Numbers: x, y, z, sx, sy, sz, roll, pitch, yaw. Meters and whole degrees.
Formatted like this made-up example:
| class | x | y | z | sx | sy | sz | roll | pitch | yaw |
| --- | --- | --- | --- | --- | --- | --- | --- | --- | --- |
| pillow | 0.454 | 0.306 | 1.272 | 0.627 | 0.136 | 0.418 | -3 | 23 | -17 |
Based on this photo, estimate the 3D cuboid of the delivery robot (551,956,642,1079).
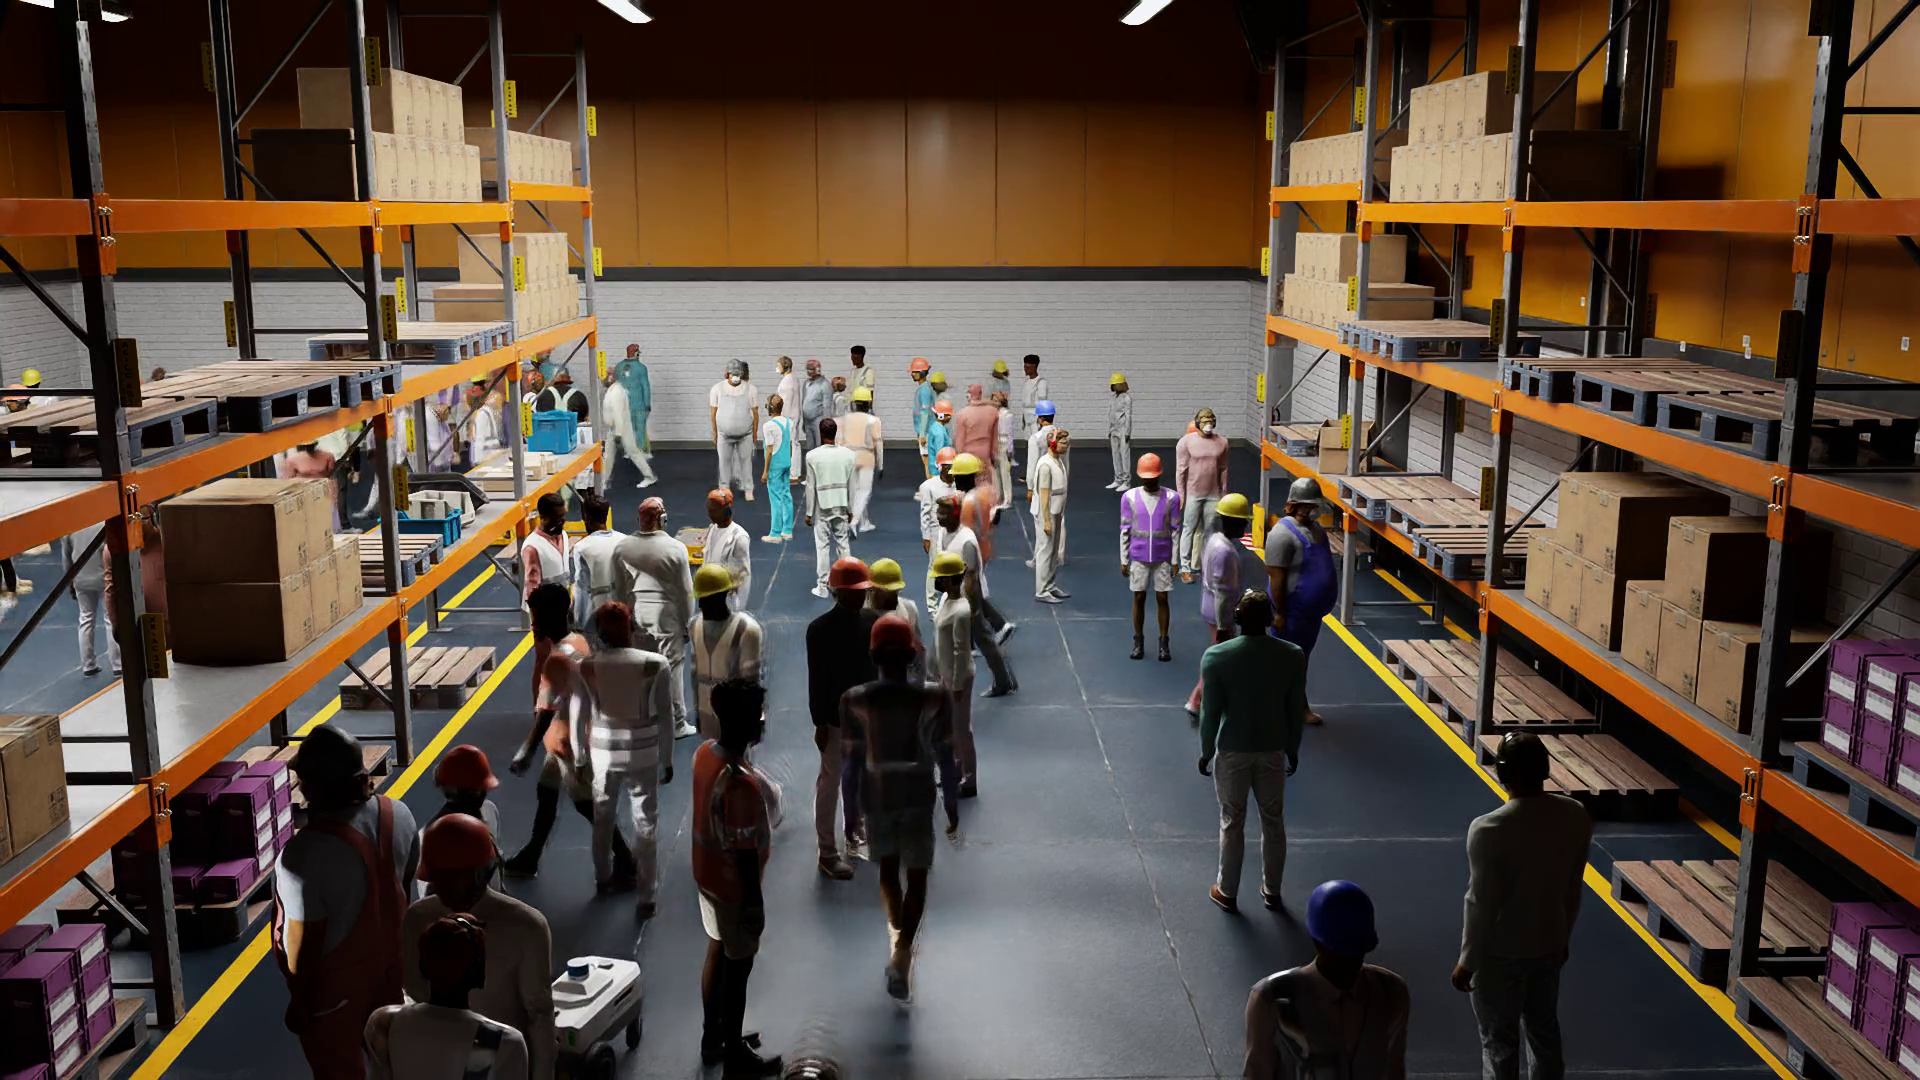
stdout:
| class | x | y | z | sx | sy | sz | roll | pitch | yaw |
| --- | --- | --- | --- | --- | --- | --- | --- | --- | --- |
| delivery robot | -1.810 | 2.235 | 7.930 | 0.477 | 0.478 | 0.707 | 3 | 12 | 17 |

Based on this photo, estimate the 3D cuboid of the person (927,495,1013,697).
| class | x | y | z | sx | sy | sz | roll | pitch | yaw |
| --- | --- | --- | --- | --- | --- | --- | --- | --- | --- |
| person | 0.017 | 0.490 | 13.833 | 1.020 | 1.788 | 0.576 | -6 | 13 | -28 |

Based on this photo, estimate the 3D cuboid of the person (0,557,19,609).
| class | x | y | z | sx | sy | sz | roll | pitch | yaw |
| --- | --- | --- | --- | --- | --- | --- | --- | --- | --- |
| person | -9.953 | -0.119 | 17.092 | 0.534 | 1.698 | 0.318 | 6 | 13 | 29 |

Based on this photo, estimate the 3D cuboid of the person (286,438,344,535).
| class | x | y | z | sx | sy | sz | roll | pitch | yaw |
| --- | --- | --- | --- | --- | --- | --- | --- | --- | --- |
| person | -7.225 | -0.432 | 18.629 | 0.737 | 1.718 | 0.499 | -6 | 13 | -28 |

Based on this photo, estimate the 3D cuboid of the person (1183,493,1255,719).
| class | x | y | z | sx | sy | sz | roll | pitch | yaw |
| --- | --- | --- | --- | --- | --- | --- | --- | --- | --- |
| person | 2.033 | 0.572 | 13.098 | 0.528 | 1.913 | 0.606 | 3 | 12 | 13 |

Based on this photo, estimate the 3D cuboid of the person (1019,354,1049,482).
| class | x | y | z | sx | sy | sz | roll | pitch | yaw |
| --- | --- | --- | --- | --- | --- | --- | --- | --- | --- |
| person | 1.109 | -1.812 | 24.942 | 0.366 | 1.960 | 0.609 | -5 | 12 | -25 |

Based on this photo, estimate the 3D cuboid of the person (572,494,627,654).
| class | x | y | z | sx | sy | sz | roll | pitch | yaw |
| --- | --- | --- | --- | --- | --- | --- | --- | --- | --- |
| person | -2.784 | 0.592 | 13.012 | 0.409 | 1.907 | 0.598 | 6 | 13 | 29 |

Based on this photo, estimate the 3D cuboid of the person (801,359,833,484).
| class | x | y | z | sx | sy | sz | roll | pitch | yaw |
| --- | --- | --- | --- | --- | --- | --- | --- | --- | --- |
| person | -2.150 | -1.737 | 24.713 | 0.397 | 1.899 | 0.665 | -9 | 14 | -38 |

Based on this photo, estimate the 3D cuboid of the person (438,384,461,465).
| class | x | y | z | sx | sy | sz | roll | pitch | yaw |
| --- | --- | --- | --- | --- | --- | --- | --- | --- | --- |
| person | -8.258 | -2.229 | 26.806 | 0.371 | 2.041 | 0.615 | -3 | 12 | -13 |

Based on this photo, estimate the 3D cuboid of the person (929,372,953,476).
| class | x | y | z | sx | sy | sz | roll | pitch | yaw |
| --- | --- | --- | --- | --- | --- | --- | --- | --- | --- |
| person | -0.308 | -1.618 | 24.540 | 0.535 | 1.724 | 0.501 | -8 | 14 | -34 |

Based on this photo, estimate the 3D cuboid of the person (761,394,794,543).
| class | x | y | z | sx | sy | sz | roll | pitch | yaw |
| --- | --- | --- | --- | --- | --- | --- | --- | --- | --- |
| person | -2.260 | -0.881 | 20.544 | 0.345 | 1.846 | 0.506 | 7 | 13 | 31 |

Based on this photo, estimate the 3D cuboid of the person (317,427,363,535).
| class | x | y | z | sx | sy | sz | roll | pitch | yaw |
| --- | --- | --- | --- | --- | --- | --- | --- | --- | --- |
| person | -7.865 | -1.036 | 20.965 | 0.611 | 1.985 | 0.393 | 9 | 14 | 38 |

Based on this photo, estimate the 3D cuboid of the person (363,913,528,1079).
| class | x | y | z | sx | sy | sz | roll | pitch | yaw |
| --- | --- | --- | --- | --- | --- | --- | --- | --- | --- |
| person | -1.640 | 2.121 | 5.425 | 0.579 | 1.878 | 0.341 | 3 | 12 | 14 |

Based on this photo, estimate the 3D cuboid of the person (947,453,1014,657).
| class | x | y | z | sx | sy | sz | roll | pitch | yaw |
| --- | --- | --- | --- | --- | --- | --- | --- | --- | --- |
| person | 0.148 | 0.149 | 15.202 | 0.539 | 1.912 | 0.606 | 3 | 12 | 17 |

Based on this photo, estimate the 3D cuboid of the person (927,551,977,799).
| class | x | y | z | sx | sy | sz | roll | pitch | yaw |
| --- | --- | --- | --- | --- | --- | --- | --- | --- | --- |
| person | -0.061 | 0.937 | 11.654 | 0.335 | 1.757 | 0.518 | -2 | 12 | -11 |

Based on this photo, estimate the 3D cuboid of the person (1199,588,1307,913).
| class | x | y | z | sx | sy | sz | roll | pitch | yaw |
| --- | --- | --- | --- | --- | --- | --- | --- | --- | --- |
| person | 1.695 | 1.234 | 9.730 | 0.628 | 1.930 | 0.373 | -1 | 11 | -4 |

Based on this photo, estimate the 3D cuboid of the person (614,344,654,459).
| class | x | y | z | sx | sy | sz | roll | pitch | yaw |
| --- | --- | --- | --- | --- | --- | --- | --- | --- | --- |
| person | -5.351 | -2.276 | 27.382 | 0.651 | 1.906 | 0.403 | 5 | 12 | 25 |

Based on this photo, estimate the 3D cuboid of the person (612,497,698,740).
| class | x | y | z | sx | sy | sz | roll | pitch | yaw |
| --- | --- | --- | --- | --- | --- | --- | --- | --- | --- |
| person | -2.341 | 0.610 | 12.906 | 0.643 | 1.912 | 0.410 | 3 | 12 | 14 |

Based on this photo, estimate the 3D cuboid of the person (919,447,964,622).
| class | x | y | z | sx | sy | sz | roll | pitch | yaw |
| --- | --- | --- | --- | --- | --- | --- | --- | --- | --- |
| person | -0.138 | -0.063 | 16.658 | 0.563 | 1.756 | 0.318 | -7 | 13 | -31 |

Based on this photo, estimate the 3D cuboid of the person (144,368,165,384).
| class | x | y | z | sx | sy | sz | roll | pitch | yaw |
| --- | --- | --- | --- | --- | --- | --- | --- | --- | --- |
| person | -12.852 | -1.967 | 26.644 | 0.562 | 1.573 | 0.853 | -3 | 12 | -12 |

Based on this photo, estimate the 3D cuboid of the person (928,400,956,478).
| class | x | y | z | sx | sy | sz | roll | pitch | yaw |
| --- | --- | --- | --- | --- | --- | --- | --- | --- | --- |
| person | -0.227 | -0.895 | 20.885 | 0.350 | 1.739 | 0.575 | -1 | 11 | -5 |

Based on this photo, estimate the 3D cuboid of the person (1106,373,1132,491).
| class | x | y | z | sx | sy | sz | roll | pitch | yaw |
| --- | --- | --- | --- | --- | --- | --- | --- | --- | --- |
| person | 2.320 | -1.586 | 24.369 | 0.324 | 1.730 | 0.492 | -7 | 13 | -30 |

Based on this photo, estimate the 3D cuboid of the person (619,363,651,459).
| class | x | y | z | sx | sy | sz | roll | pitch | yaw |
| --- | --- | --- | --- | --- | --- | --- | --- | --- | --- |
| person | -5.356 | -2.125 | 27.382 | 0.519 | 1.610 | 0.389 | 2 | 11 | 11 |

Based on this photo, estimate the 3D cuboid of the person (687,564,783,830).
| class | x | y | z | sx | sy | sz | roll | pitch | yaw |
| --- | --- | --- | --- | --- | --- | --- | --- | --- | --- |
| person | -1.453 | 1.060 | 10.662 | 0.604 | 1.902 | 0.636 | 7 | 13 | 30 |

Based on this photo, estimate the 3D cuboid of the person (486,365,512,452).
| class | x | y | z | sx | sy | sz | roll | pitch | yaw |
| --- | --- | --- | --- | --- | --- | --- | --- | --- | --- |
| person | -7.617 | -2.334 | 27.444 | 0.375 | 1.997 | 0.611 | 4 | 12 | 19 |

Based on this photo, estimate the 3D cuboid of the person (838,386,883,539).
| class | x | y | z | sx | sy | sz | roll | pitch | yaw |
| --- | --- | --- | --- | --- | --- | --- | --- | --- | --- |
| person | -1.272 | -0.976 | 20.897 | 0.600 | 1.900 | 0.848 | 5 | 12 | 23 |

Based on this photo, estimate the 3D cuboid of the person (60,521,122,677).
| class | x | y | z | sx | sy | sz | roll | pitch | yaw |
| --- | --- | --- | --- | --- | --- | --- | --- | --- | --- |
| person | -7.585 | 0.346 | 14.645 | 0.569 | 1.744 | 0.350 | 0 | 11 | -1 |

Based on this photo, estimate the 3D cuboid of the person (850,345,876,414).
| class | x | y | z | sx | sy | sz | roll | pitch | yaw |
| --- | --- | --- | --- | --- | --- | --- | --- | --- | --- |
| person | -1.579 | -2.136 | 26.567 | 0.378 | 1.962 | 0.607 | -8 | 14 | -35 |

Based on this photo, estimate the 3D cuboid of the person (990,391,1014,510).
| class | x | y | z | sx | sy | sz | roll | pitch | yaw |
| --- | --- | --- | --- | --- | --- | --- | --- | --- | --- |
| person | 0.555 | -1.230 | 22.838 | 0.314 | 1.633 | 0.520 | -8 | 14 | -34 |

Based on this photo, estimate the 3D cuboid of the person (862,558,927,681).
| class | x | y | z | sx | sy | sz | roll | pitch | yaw |
| --- | --- | --- | --- | --- | --- | --- | --- | --- | --- |
| person | -0.554 | 0.978 | 11.350 | 0.582 | 1.801 | 0.807 | -9 | 14 | -37 |

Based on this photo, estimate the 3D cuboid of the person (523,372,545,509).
| class | x | y | z | sx | sy | sz | roll | pitch | yaw |
| --- | --- | --- | --- | --- | --- | --- | --- | --- | --- |
| person | -5.833 | -1.371 | 22.899 | 0.359 | 1.884 | 0.573 | -6 | 13 | -27 |

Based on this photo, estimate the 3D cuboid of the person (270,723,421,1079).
| class | x | y | z | sx | sy | sz | roll | pitch | yaw |
| --- | --- | --- | --- | --- | --- | --- | --- | --- | --- |
| person | -2.584 | 1.740 | 6.907 | 0.537 | 2.000 | 0.683 | 4 | 12 | 21 |

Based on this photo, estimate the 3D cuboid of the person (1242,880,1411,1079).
| class | x | y | z | sx | sy | sz | roll | pitch | yaw |
| --- | --- | --- | --- | --- | --- | --- | --- | --- | --- |
| person | 1.222 | 2.052 | 5.570 | 0.604 | 1.949 | 0.389 | -3 | 12 | -14 |

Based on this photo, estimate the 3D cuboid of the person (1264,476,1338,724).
| class | x | y | z | sx | sy | sz | roll | pitch | yaw |
| --- | --- | --- | --- | --- | --- | --- | --- | --- | --- |
| person | 2.708 | 0.502 | 13.114 | 0.536 | 2.000 | 0.683 | 9 | 15 | 39 |

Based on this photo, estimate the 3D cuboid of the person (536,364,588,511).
| class | x | y | z | sx | sy | sz | roll | pitch | yaw |
| --- | --- | --- | --- | --- | --- | --- | --- | --- | --- |
| person | -5.449 | -1.428 | 22.794 | 0.712 | 2.000 | 0.693 | -3 | 12 | -13 |
